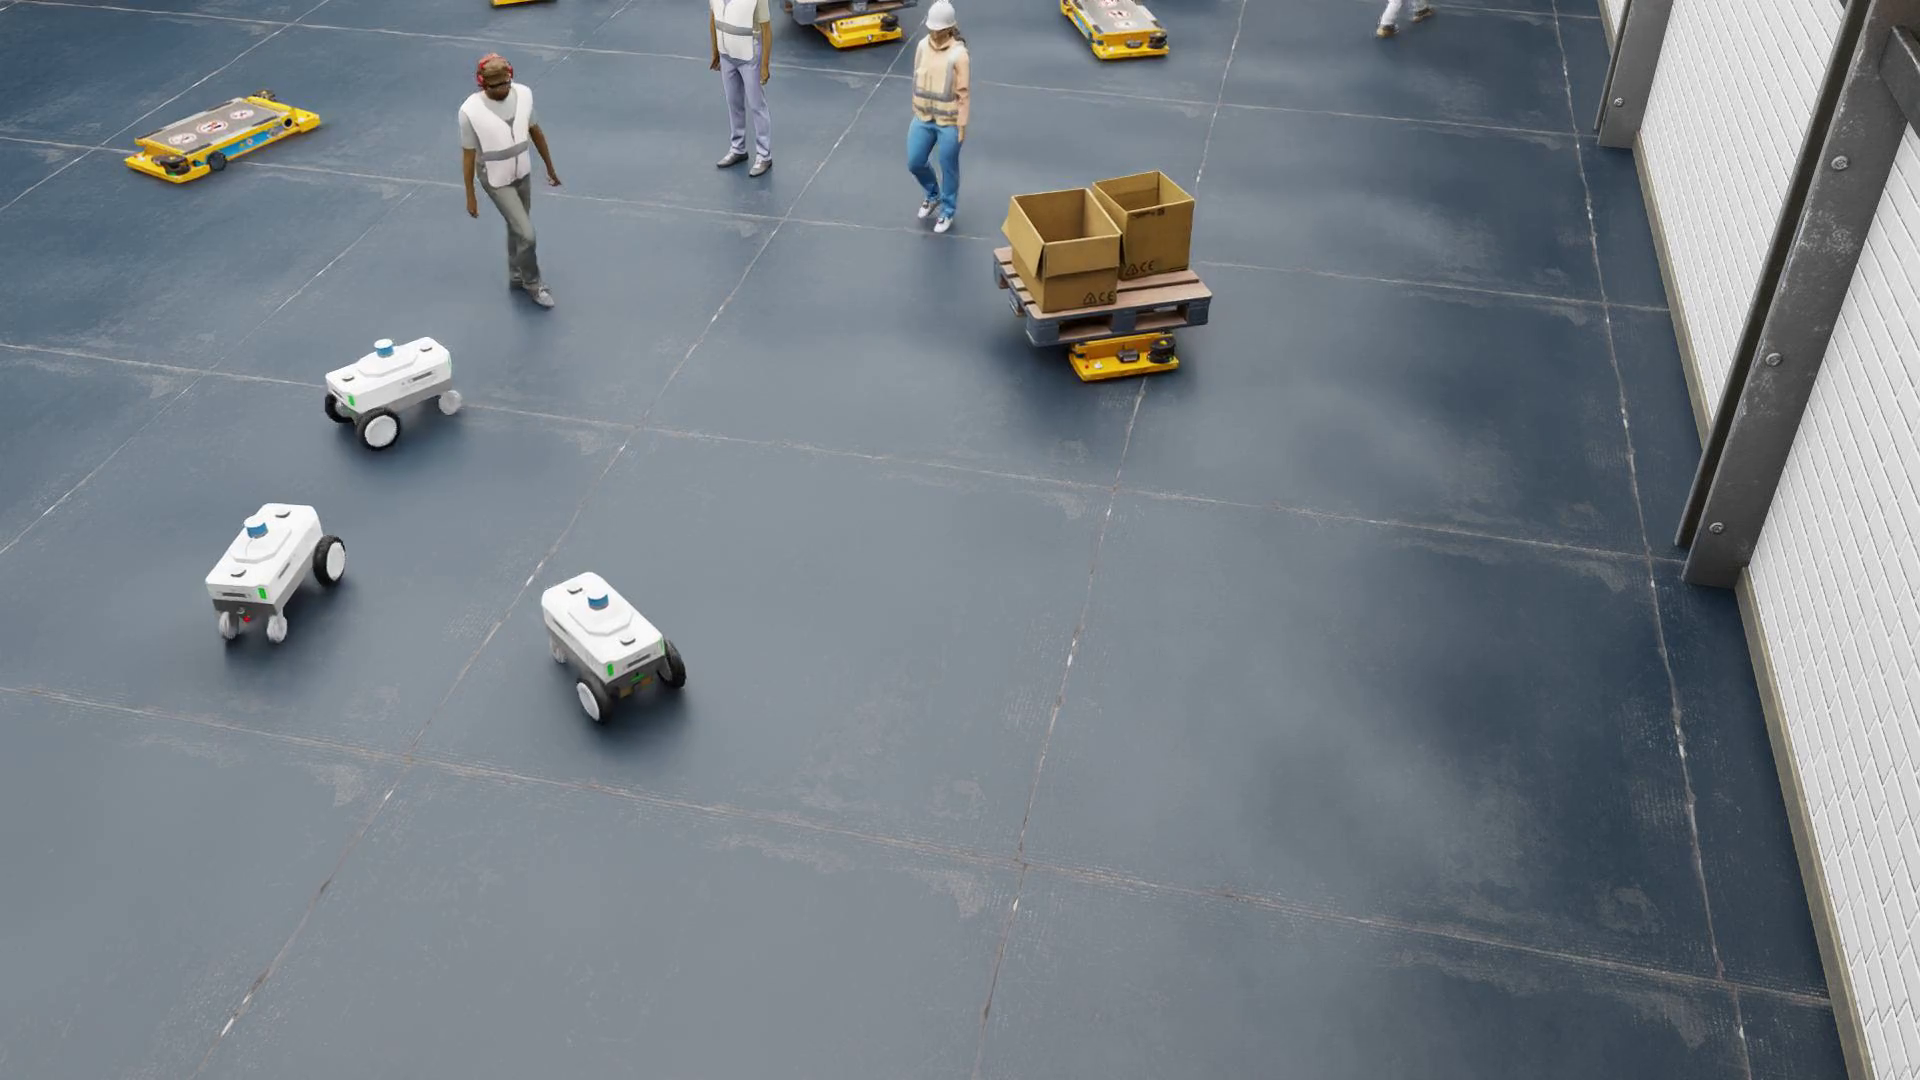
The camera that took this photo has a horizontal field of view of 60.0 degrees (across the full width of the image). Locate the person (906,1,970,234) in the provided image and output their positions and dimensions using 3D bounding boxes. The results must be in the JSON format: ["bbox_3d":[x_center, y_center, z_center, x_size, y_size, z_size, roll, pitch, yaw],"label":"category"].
[{"bbox_3d":[-0.139,-3.077,12.122,0.508,1.715,0.426,20,41,24],"label":"person"}]

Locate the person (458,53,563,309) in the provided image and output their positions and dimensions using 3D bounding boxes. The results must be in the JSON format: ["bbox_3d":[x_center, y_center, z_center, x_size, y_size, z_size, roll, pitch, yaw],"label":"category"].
[{"bbox_3d":[-2.990,-2.393,11.130,0.630,1.804,0.700,21,42,26],"label":"person"}]

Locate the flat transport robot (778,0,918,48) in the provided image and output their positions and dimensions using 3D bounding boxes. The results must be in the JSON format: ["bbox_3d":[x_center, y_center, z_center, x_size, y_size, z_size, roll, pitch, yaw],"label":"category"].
[{"bbox_3d":[-1.154,-5.101,16.044,0.659,0.231,1.431,-16,40,-21],"label":"flat transport robot"}]

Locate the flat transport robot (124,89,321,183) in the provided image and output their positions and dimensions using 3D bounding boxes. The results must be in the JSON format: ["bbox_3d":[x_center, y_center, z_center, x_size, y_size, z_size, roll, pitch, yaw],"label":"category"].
[{"bbox_3d":[-6.053,-3.322,13.664,0.659,0.231,1.431,20,41,25],"label":"flat transport robot"}]

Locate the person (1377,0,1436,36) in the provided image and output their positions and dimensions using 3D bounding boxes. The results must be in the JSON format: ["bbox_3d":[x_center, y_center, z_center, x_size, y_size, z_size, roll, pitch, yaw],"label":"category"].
[{"bbox_3d":[4.287,-5.669,15.499,0.961,1.834,0.554,-24,43,-28],"label":"person"}]

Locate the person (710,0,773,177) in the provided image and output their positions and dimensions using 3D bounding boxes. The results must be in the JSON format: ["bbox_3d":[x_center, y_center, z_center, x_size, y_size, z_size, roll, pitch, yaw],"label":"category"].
[{"bbox_3d":[-1.689,-3.756,12.930,0.564,1.841,0.382,22,42,27],"label":"person"}]

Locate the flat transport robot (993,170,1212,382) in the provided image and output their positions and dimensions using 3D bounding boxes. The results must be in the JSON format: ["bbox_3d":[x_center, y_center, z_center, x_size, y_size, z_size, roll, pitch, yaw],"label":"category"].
[{"bbox_3d":[0.921,-1.533,11.270,0.659,0.231,1.431,-9,38,-12],"label":"flat transport robot"}]

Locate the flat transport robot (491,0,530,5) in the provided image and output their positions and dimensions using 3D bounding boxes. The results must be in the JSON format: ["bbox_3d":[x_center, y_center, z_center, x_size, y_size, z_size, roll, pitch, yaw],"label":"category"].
[{"bbox_3d":[-4.570,-5.788,16.964,0.659,0.231,1.431,-15,39,-19],"label":"flat transport robot"}]

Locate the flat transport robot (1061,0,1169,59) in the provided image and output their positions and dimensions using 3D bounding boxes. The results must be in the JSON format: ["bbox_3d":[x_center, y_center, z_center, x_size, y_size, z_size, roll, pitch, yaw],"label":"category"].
[{"bbox_3d":[1.459,-4.912,15.791,0.659,0.231,1.431,-7,37,-10],"label":"flat transport robot"}]

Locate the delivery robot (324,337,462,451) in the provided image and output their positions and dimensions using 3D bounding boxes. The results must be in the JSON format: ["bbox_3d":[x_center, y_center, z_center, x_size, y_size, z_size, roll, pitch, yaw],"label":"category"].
[{"bbox_3d":[-3.511,-0.938,10.250,0.815,0.612,0.499,-29,46,-33],"label":"delivery robot"}]

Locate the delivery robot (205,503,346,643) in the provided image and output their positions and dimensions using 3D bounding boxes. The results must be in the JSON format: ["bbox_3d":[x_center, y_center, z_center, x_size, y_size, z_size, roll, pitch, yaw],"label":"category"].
[{"bbox_3d":[-3.652,0.130,8.821,0.499,0.613,0.796,4,37,5],"label":"delivery robot"}]

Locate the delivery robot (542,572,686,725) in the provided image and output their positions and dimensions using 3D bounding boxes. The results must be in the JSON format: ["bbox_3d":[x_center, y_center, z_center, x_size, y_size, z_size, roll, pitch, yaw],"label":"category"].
[{"bbox_3d":[-1.769,0.499,8.311,0.499,0.593,0.789,-27,44,-31],"label":"delivery robot"}]
